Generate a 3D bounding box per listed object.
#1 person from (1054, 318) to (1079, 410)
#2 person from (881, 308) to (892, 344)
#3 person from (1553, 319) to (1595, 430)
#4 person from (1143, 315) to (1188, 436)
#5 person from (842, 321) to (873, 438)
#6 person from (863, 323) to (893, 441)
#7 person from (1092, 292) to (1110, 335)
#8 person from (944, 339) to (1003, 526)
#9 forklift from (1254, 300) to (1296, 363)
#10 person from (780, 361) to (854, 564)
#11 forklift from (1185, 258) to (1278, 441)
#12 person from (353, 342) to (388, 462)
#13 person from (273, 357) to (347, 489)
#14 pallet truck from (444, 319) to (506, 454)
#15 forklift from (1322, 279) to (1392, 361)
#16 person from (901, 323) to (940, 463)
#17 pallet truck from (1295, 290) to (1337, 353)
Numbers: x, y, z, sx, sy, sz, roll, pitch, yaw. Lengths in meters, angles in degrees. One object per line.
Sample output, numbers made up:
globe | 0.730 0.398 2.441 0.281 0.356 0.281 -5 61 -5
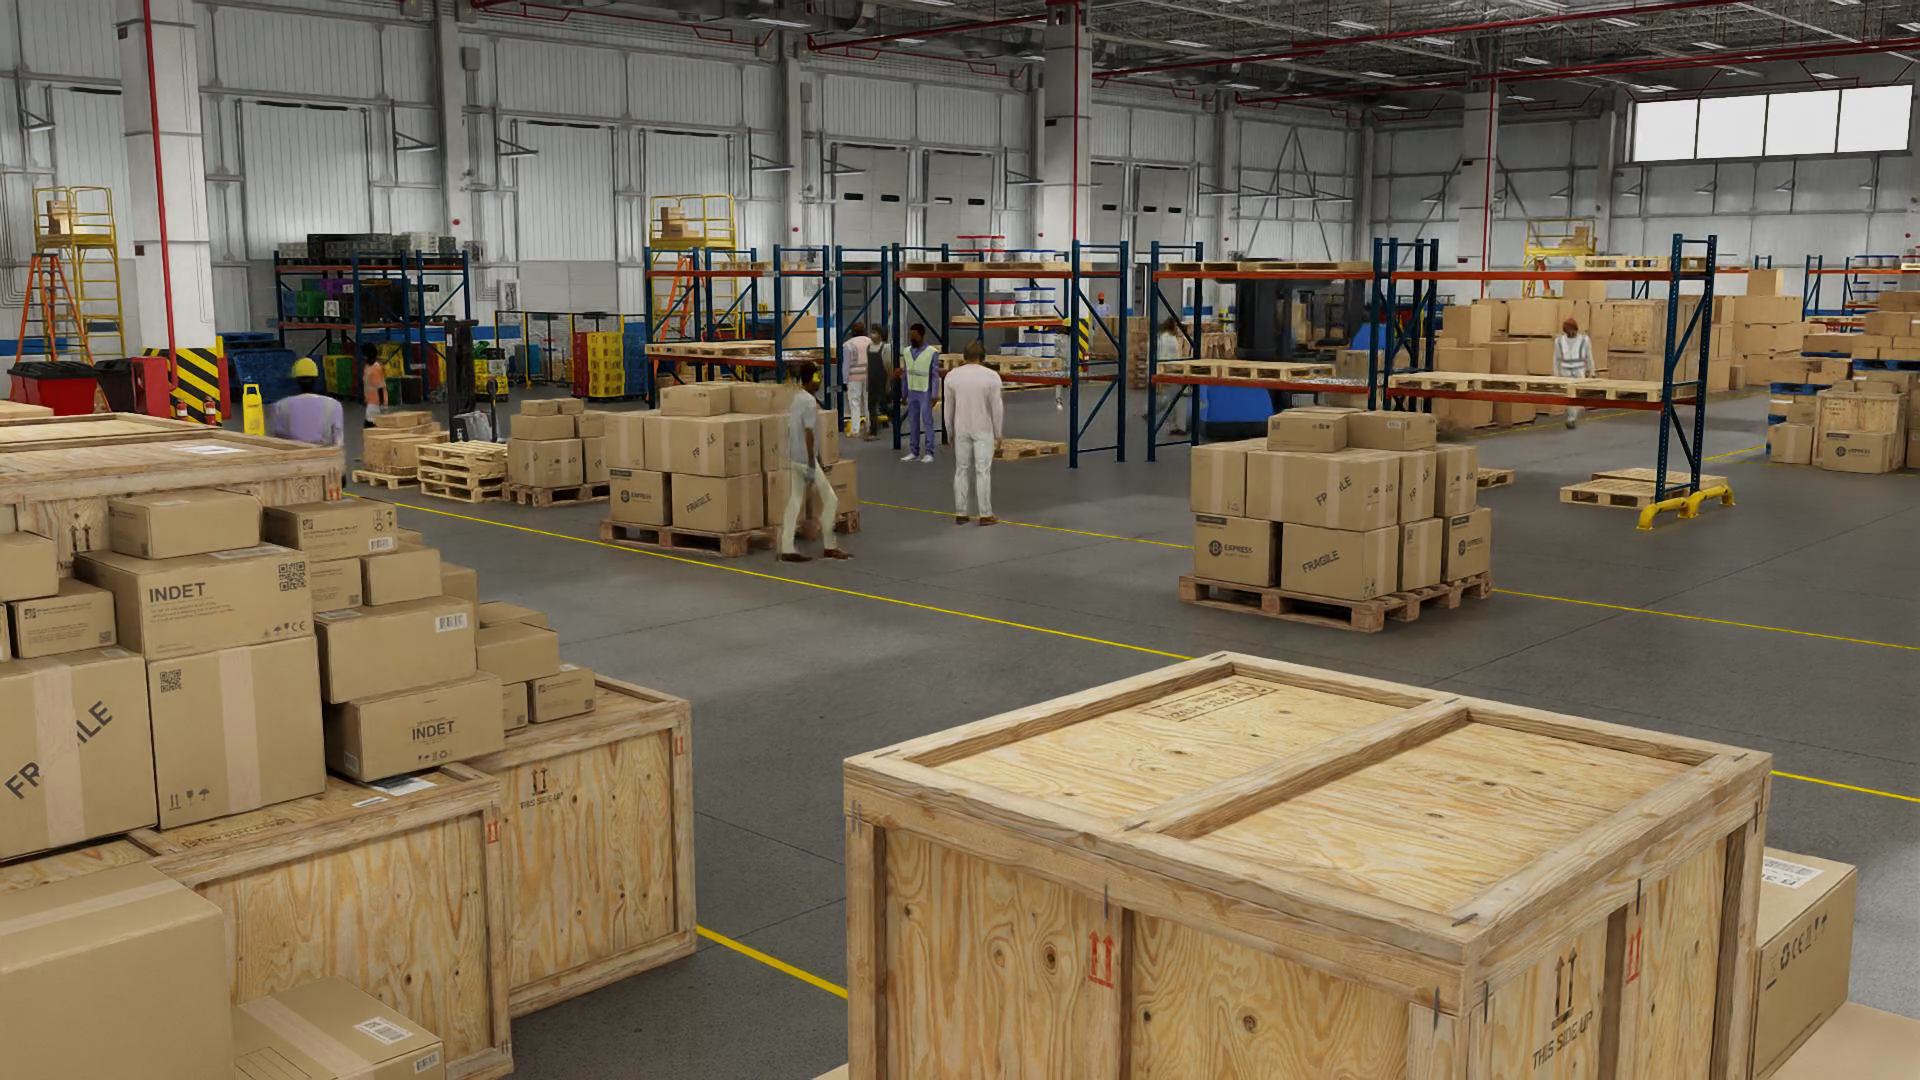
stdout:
person | 2.024 -3.332 31.474 0.485 1.739 0.319 -2 10 -13
person | -1.966 -5.338 44.099 0.314 1.634 0.515 1 9 7
person | 10.158 -2.742 27.561 0.635 1.825 0.984 6 11 32
person | 3.306 -2.619 26.526 0.649 1.927 0.641 2 9 10
person | -1.591 -2.517 26.161 0.633 1.839 0.429 -7 12 -38
person | -1.229 -2.441 25.722 0.530 1.822 0.627 7 12 39
person | 4.361 -6.686 51.452 0.544 1.930 0.389 1 9 5
person | 0.143 -1.112 17.244 0.635 1.936 0.354 4 10 21
forklift | 8.123 -6.156 45.287 1.873 2.768 1.129 9 13 43
person | -1.309 -0.703 15.071 0.802 1.828 0.518 -5 10 -27
forklift | 4.581 -2.999 25.929 1.873 2.768 1.129 -2 9 -12
person | -8.012 -1.918 23.039 0.795 1.653 0.595 -4 10 -26
person | -5.731 -0.663 14.666 0.604 1.889 0.932 -2 10 -14
pallet truck | -6.981 -1.942 22.150 1.885 1.965 0.823 1 9 9
forklift | 11.366 -6.501 47.401 1.873 2.768 1.129 3 10 17
person | -0.540 -2.021 22.885 0.594 1.915 0.373 7 11 36
pallet truck | 11.297 -6.951 52.861 1.885 1.965 0.823 -5 11 -29
